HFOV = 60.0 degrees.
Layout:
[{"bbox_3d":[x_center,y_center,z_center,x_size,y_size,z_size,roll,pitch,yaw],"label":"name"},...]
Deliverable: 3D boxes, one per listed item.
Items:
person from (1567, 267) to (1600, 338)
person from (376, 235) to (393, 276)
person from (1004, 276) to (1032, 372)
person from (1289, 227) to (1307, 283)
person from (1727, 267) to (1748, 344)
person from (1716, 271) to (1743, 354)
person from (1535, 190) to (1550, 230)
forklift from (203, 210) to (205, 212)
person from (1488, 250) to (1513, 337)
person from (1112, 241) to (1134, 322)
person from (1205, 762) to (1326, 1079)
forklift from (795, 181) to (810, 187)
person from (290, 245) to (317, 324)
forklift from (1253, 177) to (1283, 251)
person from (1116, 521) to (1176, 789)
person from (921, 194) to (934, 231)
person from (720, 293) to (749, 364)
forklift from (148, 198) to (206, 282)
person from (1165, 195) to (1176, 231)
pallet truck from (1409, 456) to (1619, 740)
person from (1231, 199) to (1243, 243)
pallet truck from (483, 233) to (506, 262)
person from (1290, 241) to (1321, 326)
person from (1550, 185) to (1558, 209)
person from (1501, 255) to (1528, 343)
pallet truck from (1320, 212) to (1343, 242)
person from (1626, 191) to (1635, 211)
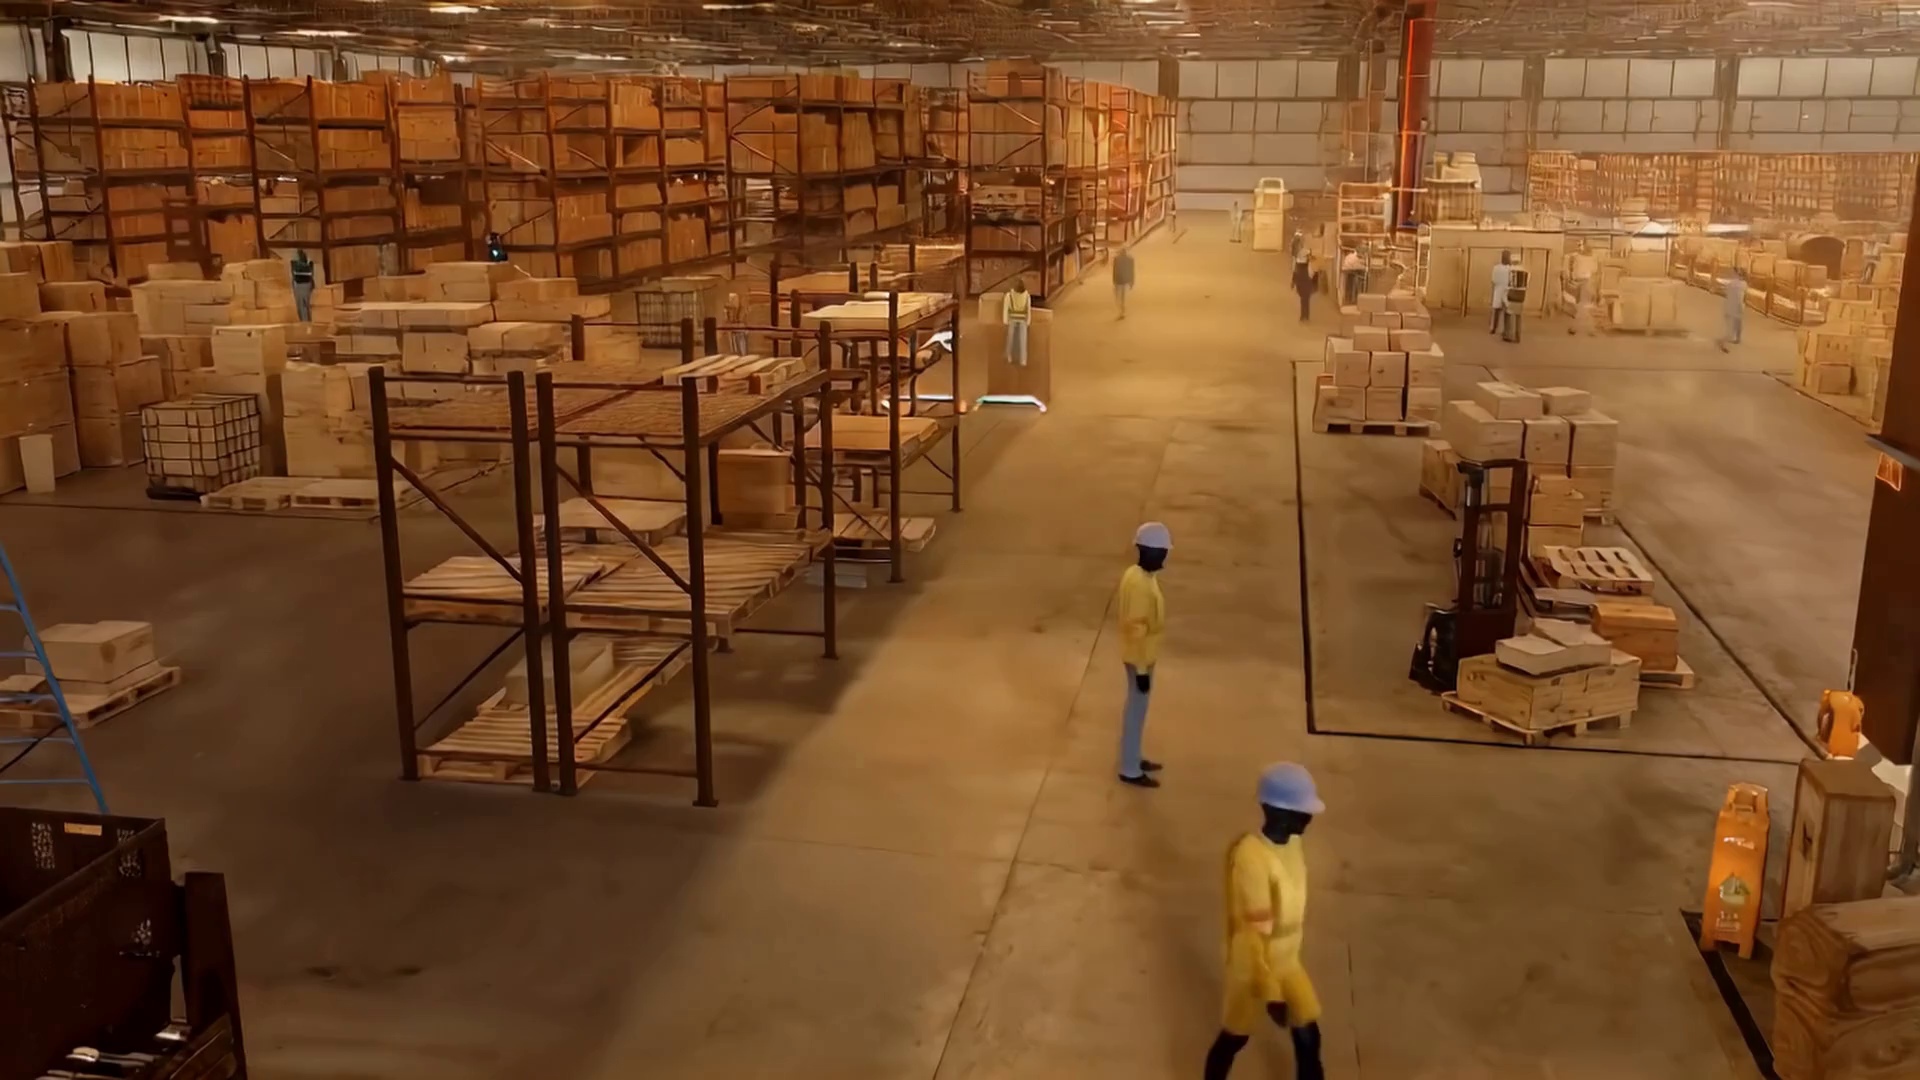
[{"bbox_3d":[14.224,-5.399,37.779,0.860,1.581,0.509,13,19,43],"label":"person"},{"bbox_3d":[-15.694,-7.402,45.409,0.429,1.838,0.621,-8,16,-28],"label":"person"},{"bbox_3d":[1.125,-4.270,32.672,0.573,1.858,0.874,-2,14,-9],"label":"person"},{"bbox_3d":[10.360,-8.737,51.026,0.521,1.739,0.795,4,14,15],"label":"person"},{"bbox_3d":[17.160,-5.184,36.707,0.320,1.693,0.537,0,14,1],"label":"person"},{"bbox_3d":[16.169,-4.770,34.895,0.530,1.755,0.400,-10,17,-36],"label":"person"},{"bbox_3d":[27.205,-15.380,77.683,0.623,1.900,0.984,7,15,25],"label":"person"},{"bbox_3d":[-25.116,-10.520,55.913,1.873,2.768,1.129,-4,14,-14],"label":"forklift"},{"bbox_3d":[12.388,-5.632,37.950,0.607,1.966,0.367,10,17,36],"label":"person"},{"bbox_3d":[4.051,-6.359,40.908,0.625,1.975,0.742,11,18,38],"label":"person"},{"bbox_3d":[1.477,1.918,7.441,0.945,1.894,0.555,11,18,37],"label":"person"},{"bbox_3d":[-5.920,-12.194,62.713,1.873,2.768,1.129,2,14,9],"label":"forklift"},{"bbox_3d":[-15.944,-6.209,40.422,0.590,1.910,0.389,-12,18,-40],"label":"person"},{"bbox_3d":[12.083,-12.747,64.956,1.129,2.768,1.873,3,14,10],"label":"forklift"},{"bbox_3d":[1.328,0.810,11.912,0.408,1.918,0.631,1,14,6],"label":"person"},{"bbox_3d":[-1.449,-14.817,75.519,0.600,1.830,0.404,-4,14,-15],"label":"person"},{"bbox_3d":[-4.272,-3.851,31.468,0.547,1.590,0.849,-1,14,-4],"label":"person"},{"bbox_3d":[-21.104,-7.887,45.226,1.129,2.768,1.873,3,14,10],"label":"forklift"},{"bbox_3d":[9.809,-15.251,77.561,0.532,1.696,0.318,0,14,1],"label":"person"},{"bbox_3d":[4.504,0.400,13.395,0.823,1.965,1.885,-6,15,-23],"label":"pallet truck"},{"bbox_3d":[11.590,-13.386,69.738,0.403,1.826,0.594,-7,15,-26],"label":"person"},{"bbox_3d":[-11.832,-7.026,43.548,1.885,1.965,0.823,8,16,28],"label":"pallet truck"},{"bbox_3d":[8.269,-6.207,40.133,0.952,2.000,0.691,-10,17,-36],"label":"person"},{"bbox_3d":[31.439,-17.916,88.090,0.402,1.836,0.565,-2,14,-7],"label":"person"},{"bbox_3d":[12.246,-5.329,36.785,0.551,1.933,0.369,-6,15,-22],"label":"person"},{"bbox_3d":[15.874,-13.227,70.310,0.680,1.201,1.601,10,17,35],"label":"pallet truck"},{"bbox_3d":[32.464,-16.046,80.523,0.403,1.825,0.598,-6,15,-24],"label":"person"}]
